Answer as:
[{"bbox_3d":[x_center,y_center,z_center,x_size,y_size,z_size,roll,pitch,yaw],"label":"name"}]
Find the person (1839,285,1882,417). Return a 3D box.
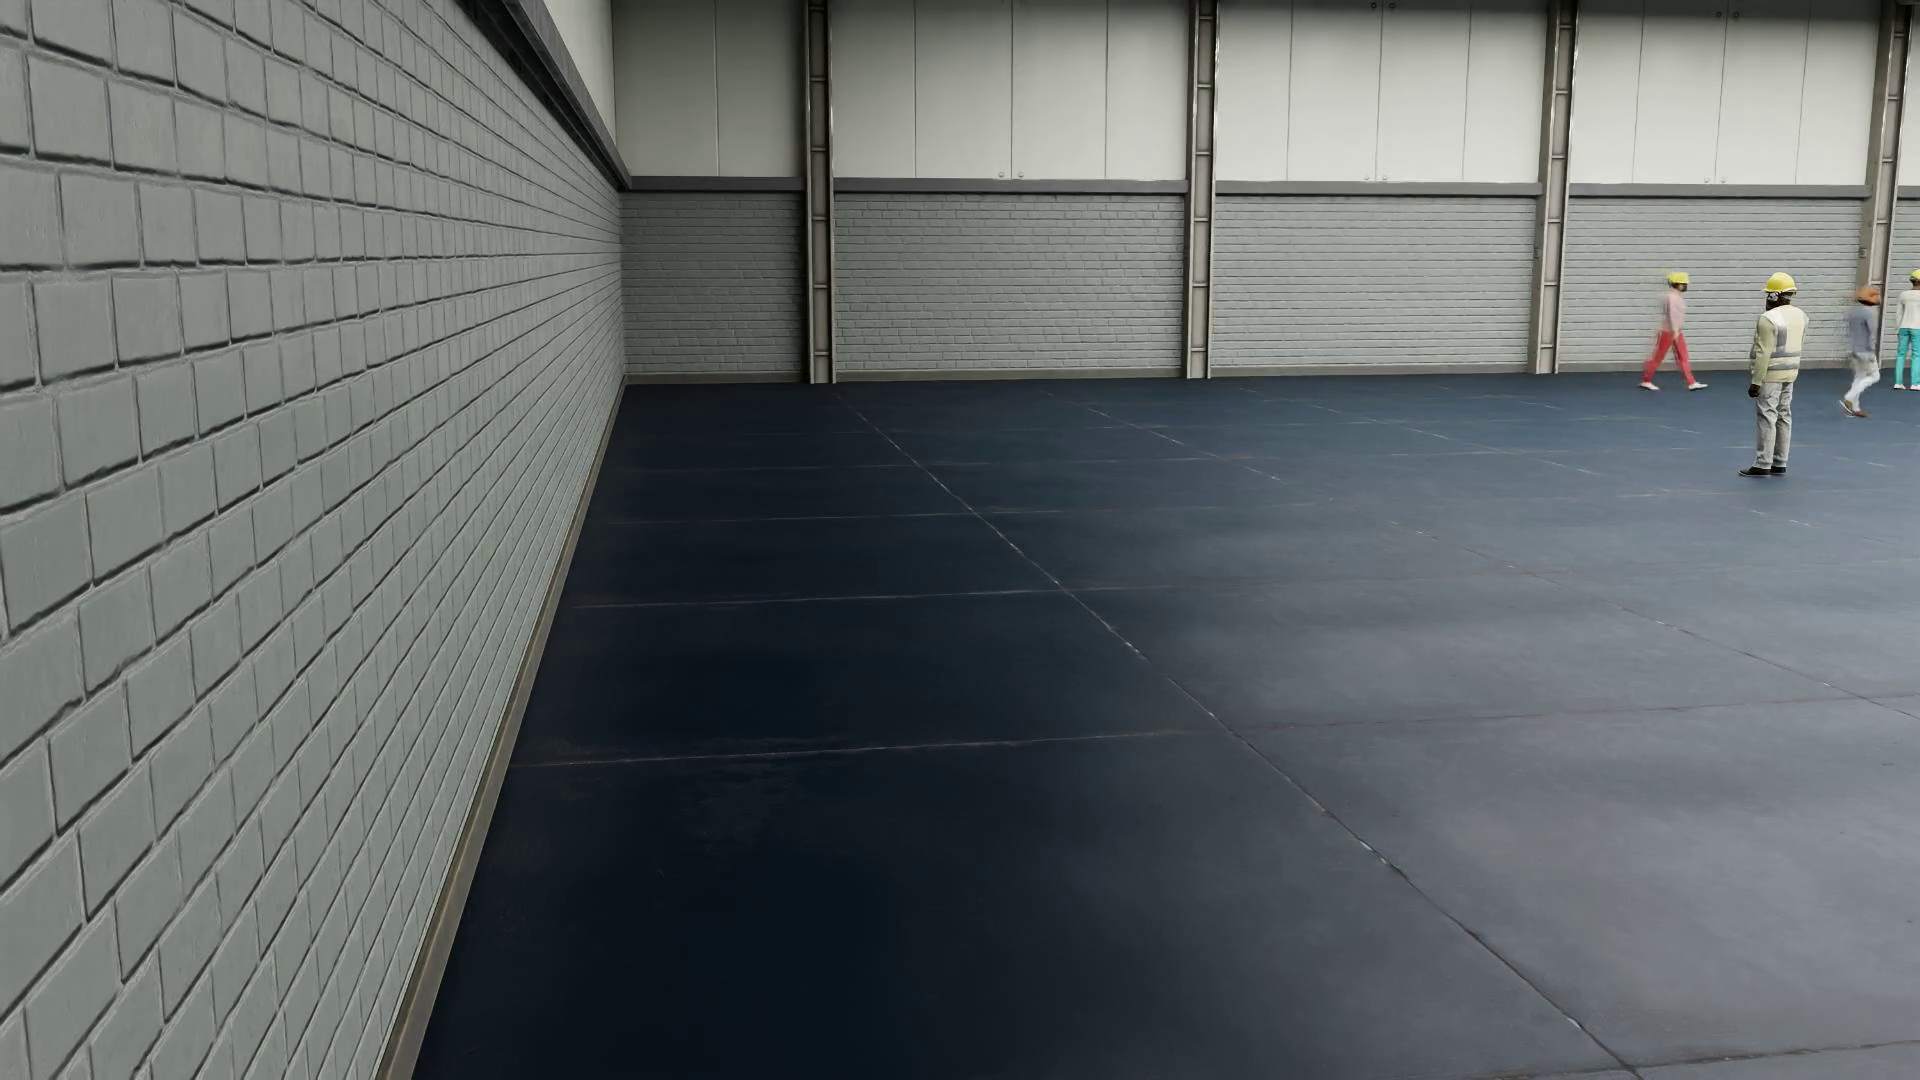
[{"bbox_3d":[10.970,-2.284,20.185,0.373,1.617,0.524,1,10,6],"label":"person"}]

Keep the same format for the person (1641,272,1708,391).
[{"bbox_3d":[10.386,-3.018,24.146,0.926,1.716,0.549,9,13,41],"label":"person"}]

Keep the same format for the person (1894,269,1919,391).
[{"bbox_3d":[13.908,-3.061,24.255,0.330,1.769,0.526,-5,11,-25],"label":"person"}]

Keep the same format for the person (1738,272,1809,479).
[{"bbox_3d":[7.263,-1.462,14.861,0.590,1.833,0.404,-6,12,-32],"label":"person"}]
